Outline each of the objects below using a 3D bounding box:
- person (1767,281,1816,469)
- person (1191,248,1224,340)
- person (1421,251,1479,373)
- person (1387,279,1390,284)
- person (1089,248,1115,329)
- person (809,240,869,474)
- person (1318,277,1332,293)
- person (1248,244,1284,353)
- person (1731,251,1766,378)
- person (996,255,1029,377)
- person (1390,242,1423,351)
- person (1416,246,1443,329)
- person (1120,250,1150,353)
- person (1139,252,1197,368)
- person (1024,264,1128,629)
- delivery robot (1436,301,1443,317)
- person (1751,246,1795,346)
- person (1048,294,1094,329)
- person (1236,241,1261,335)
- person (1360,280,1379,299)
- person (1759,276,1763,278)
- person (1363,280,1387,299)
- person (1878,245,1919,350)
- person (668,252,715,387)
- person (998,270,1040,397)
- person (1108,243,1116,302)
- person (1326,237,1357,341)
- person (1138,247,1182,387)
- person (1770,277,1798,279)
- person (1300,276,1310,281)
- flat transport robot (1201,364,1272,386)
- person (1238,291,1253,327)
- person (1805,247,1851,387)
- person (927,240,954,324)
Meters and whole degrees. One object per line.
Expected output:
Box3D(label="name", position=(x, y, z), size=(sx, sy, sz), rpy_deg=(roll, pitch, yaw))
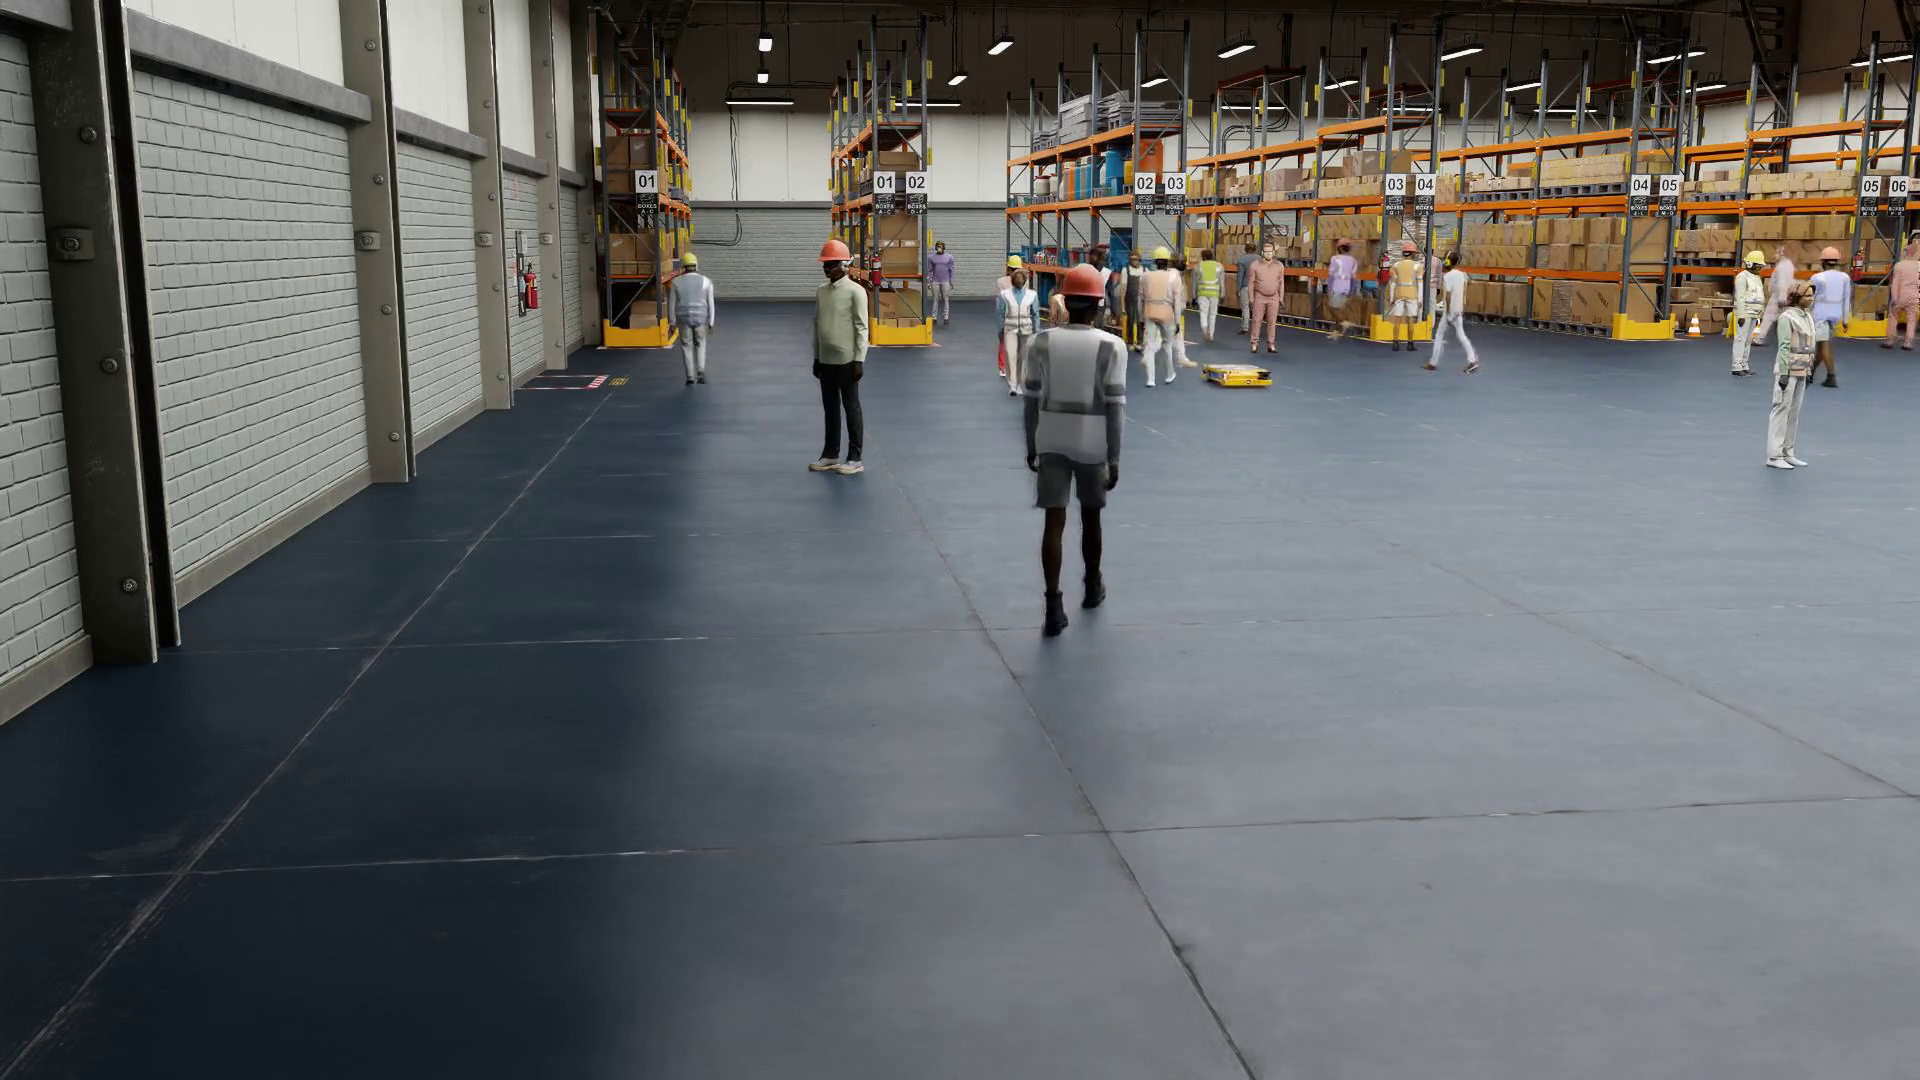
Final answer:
Box3D(label="person", position=(7.323, -1.447, 14.628), size=(0.522, 1.640, 0.306), rpy_deg=(-9, 14, -41))
Box3D(label="person", position=(4.830, -4.771, 32.406), size=(0.628, 1.816, 0.768), rpy_deg=(0, 10, 2))
Box3D(label="person", position=(7.432, -3.426, 24.995), size=(0.513, 1.831, 0.973), rpy_deg=(-7, 13, -34))
Box3D(label="person", position=(12.349, -7.685, 48.231), size=(0.510, 1.860, 0.333), rpy_deg=(-4, 11, -23))
Box3D(label="person", position=(2.189, -3.756, 26.744), size=(0.607, 1.854, 1.092), rpy_deg=(6, 12, 30))
Box3D(label="person", position=(-1.053, -1.570, 14.326), size=(0.621, 1.994, 0.381), rpy_deg=(9, 14, 41))
Box3D(label="person", position=(10.870, -7.939, 49.461), size=(0.614, 1.931, 0.596), rpy_deg=(9, 14, 42))
Box3D(label="person", position=(5.371, -4.228, 29.144), size=(0.652, 1.906, 0.402), rpy_deg=(-1, 10, -5))
Box3D(label="person", position=(11.428, -3.268, 24.099), size=(0.404, 1.827, 0.586), rpy_deg=(10, 14, 43))
Box3D(label="person", position=(0.775, -3.245, 24.162), size=(0.524, 1.760, 0.327), rpy_deg=(-4, 11, -22))
Box3D(label="person", position=(7.925, -4.307, 29.565), size=(0.587, 1.929, 0.486), rpy_deg=(3, 11, 16))
Box3D(label="person", position=(10.252, -5.546, 36.540), size=(0.635, 1.842, 0.429), rpy_deg=(0, 10, -1))
Box3D(label="person", position=(3.098, -4.184, 29.244), size=(0.562, 1.792, 0.988), rpy_deg=(1, 10, 4))
Box3D(label="person", position=(3.203, -3.532, 25.667), size=(0.898, 1.804, 0.679), rpy_deg=(-1, 10, -6))
Box3D(label="person", position=(0.604, -0.501, 8.781), size=(0.562, 1.891, 0.986), rpy_deg=(2, 11, 12))
Box3D(label="delivery robot", position=(11.619, -5.544, 39.805), size=(0.477, 0.478, 0.707), rpy_deg=(-1, 10, -8))
Box3D(label="person", position=(15.118, -4.473, 30.637), size=(1.014, 1.864, 0.657), rpy_deg=(9, 14, 41))
Box3D(label="person", position=(1.287, -2.294, 19.291), size=(0.526, 1.624, 0.531), rpy_deg=(0, 10, 2))
Box3D(label="person", position=(5.994, -5.205, 34.408), size=(0.627, 1.940, 0.375), rpy_deg=(-3, 11, -17))
Box3D(label="person", position=(9.685, -5.941, 39.157), size=(0.549, 1.670, 0.640), rpy_deg=(1, 10, 8))
Box3D(label="person", position=(20.565, -6.756, 43.059), size=(0.572, 1.885, 0.358), rpy_deg=(2, 10, 8))
Box3D(label="person", position=(10.309, -6.494, 41.320), size=(0.623, 1.992, 0.391), rpy_deg=(2, 10, 10))
Box3D(label="person", position=(17.042, -4.384, 30.069), size=(0.665, 1.870, 0.862), rpy_deg=(0, 10, -1))
Box3D(label="person", position=(-3.654, -2.991, 22.592), size=(0.618, 1.814, 0.433), rpy_deg=(-4, 11, -20))
Box3D(label="person", position=(0.753, -2.610, 21.076), size=(0.531, 1.599, 0.819), rpy_deg=(-1, 10, -4))
Box3D(label="person", position=(4.771, -8.383, 52.104), size=(0.389, 1.837, 0.563), rpy_deg=(2, 11, 10))
Box3D(label="person", position=(7.465, -4.874, 32.386), size=(0.653, 2.013, 0.658), rpy_deg=(-5, 12, -26))
Box3D(label="person", position=(2.730, -3.034, 22.681), size=(0.603, 1.876, 0.972), rpy_deg=(3, 11, 16))
Box3D(label="person", position=(19.481, -6.136, 39.232), size=(0.688, 2.000, 0.536), rpy_deg=(0, 10, 0))
Box3D(label="person", position=(10.125, -7.984, 49.543), size=(0.663, 1.971, 1.043), rpy_deg=(6, 12, 29))
Box3D(label="flat transport robot", position=(3.815, -2.291, 23.008), size=(0.652, 0.197, 1.431), rpy_deg=(-1, 10, -5))
Box3D(label="person", position=(6.163, -5.235, 35.404), size=(0.498, 1.634, 0.279), rpy_deg=(2, 10, 9))
Box3D(label="person", position=(11.801, -3.047, 22.730), size=(0.565, 1.883, 0.984), rpy_deg=(-1, 10, -6))
Box3D(label="person", position=(-0.451, -5.981, 38.664), size=(0.635, 1.937, 0.352), rpy_deg=(1, 10, 6))
